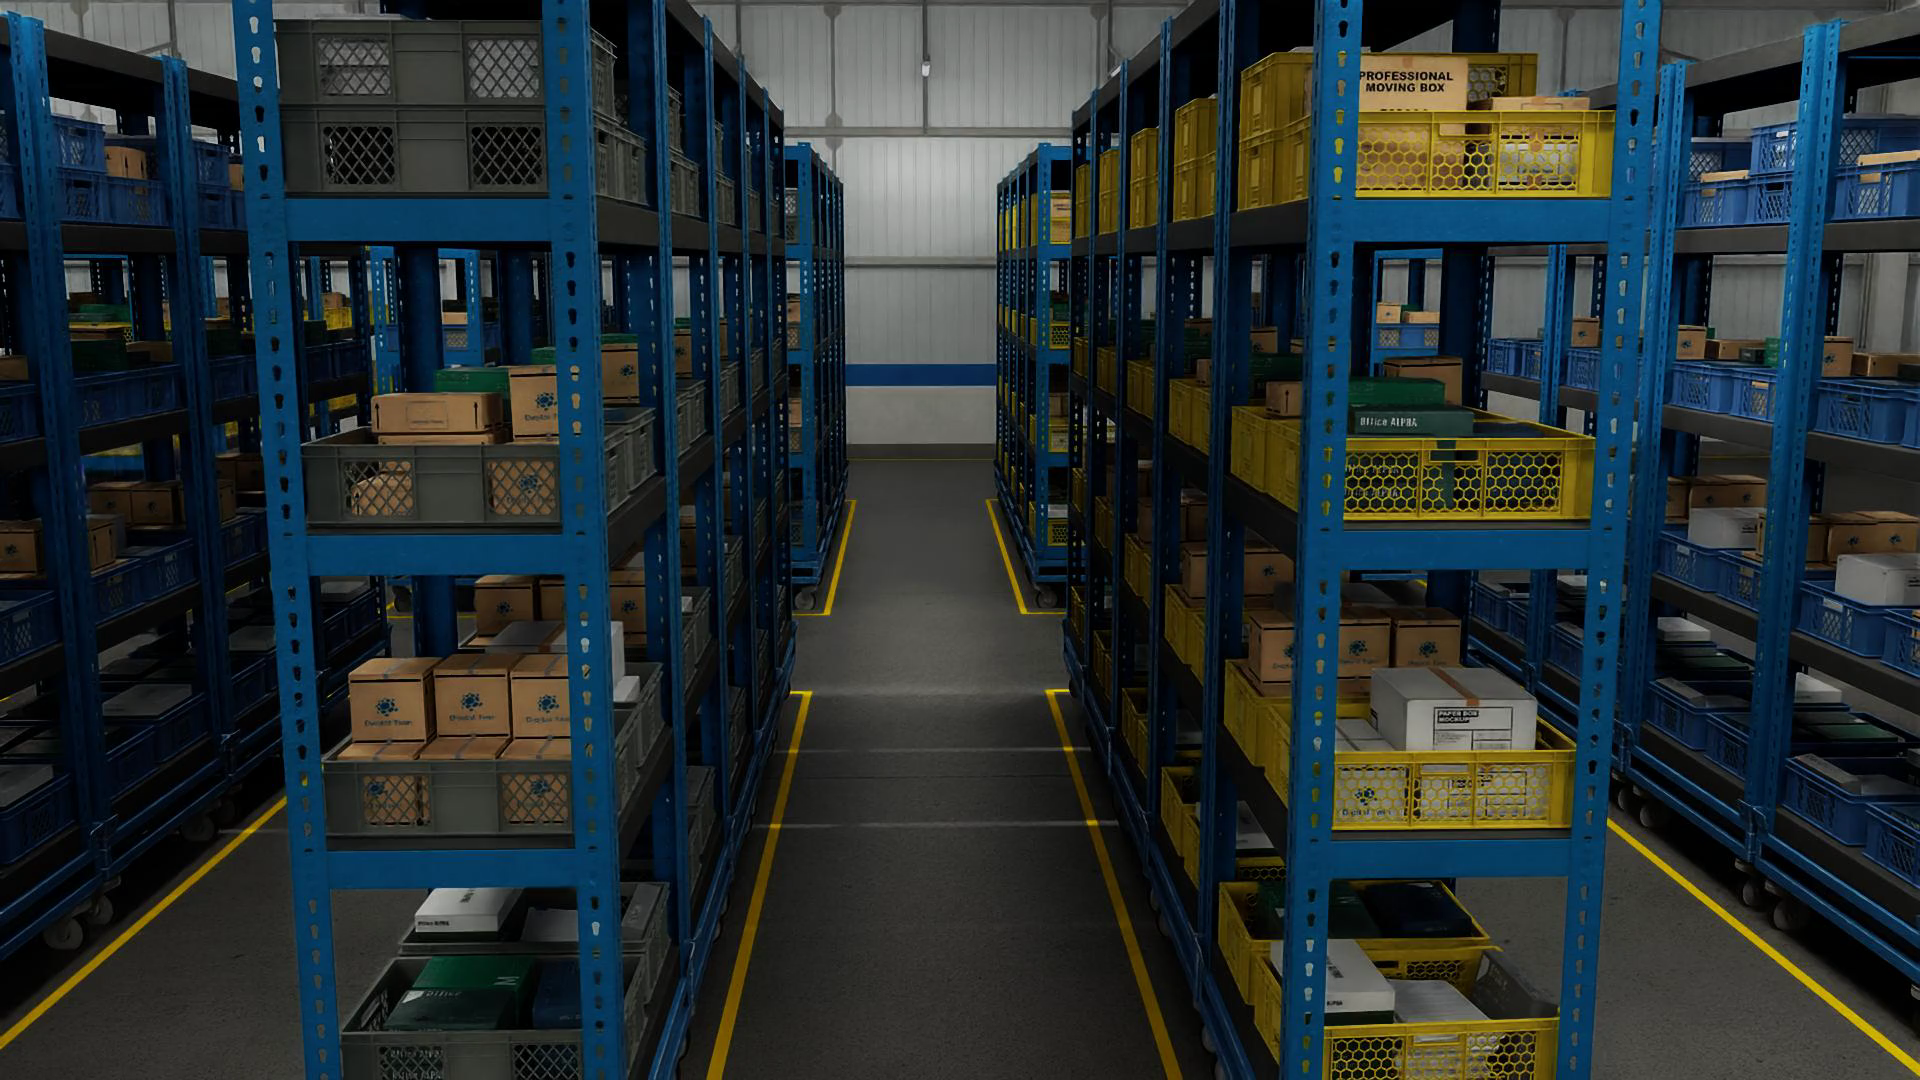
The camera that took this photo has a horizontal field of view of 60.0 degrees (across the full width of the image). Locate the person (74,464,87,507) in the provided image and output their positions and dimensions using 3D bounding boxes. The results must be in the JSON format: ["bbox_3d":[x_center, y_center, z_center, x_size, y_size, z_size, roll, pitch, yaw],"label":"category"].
[{"bbox_3d":[-6.596,-0.213,12.125,0.462,1.830,0.574,0,9,0],"label":"person"}]
